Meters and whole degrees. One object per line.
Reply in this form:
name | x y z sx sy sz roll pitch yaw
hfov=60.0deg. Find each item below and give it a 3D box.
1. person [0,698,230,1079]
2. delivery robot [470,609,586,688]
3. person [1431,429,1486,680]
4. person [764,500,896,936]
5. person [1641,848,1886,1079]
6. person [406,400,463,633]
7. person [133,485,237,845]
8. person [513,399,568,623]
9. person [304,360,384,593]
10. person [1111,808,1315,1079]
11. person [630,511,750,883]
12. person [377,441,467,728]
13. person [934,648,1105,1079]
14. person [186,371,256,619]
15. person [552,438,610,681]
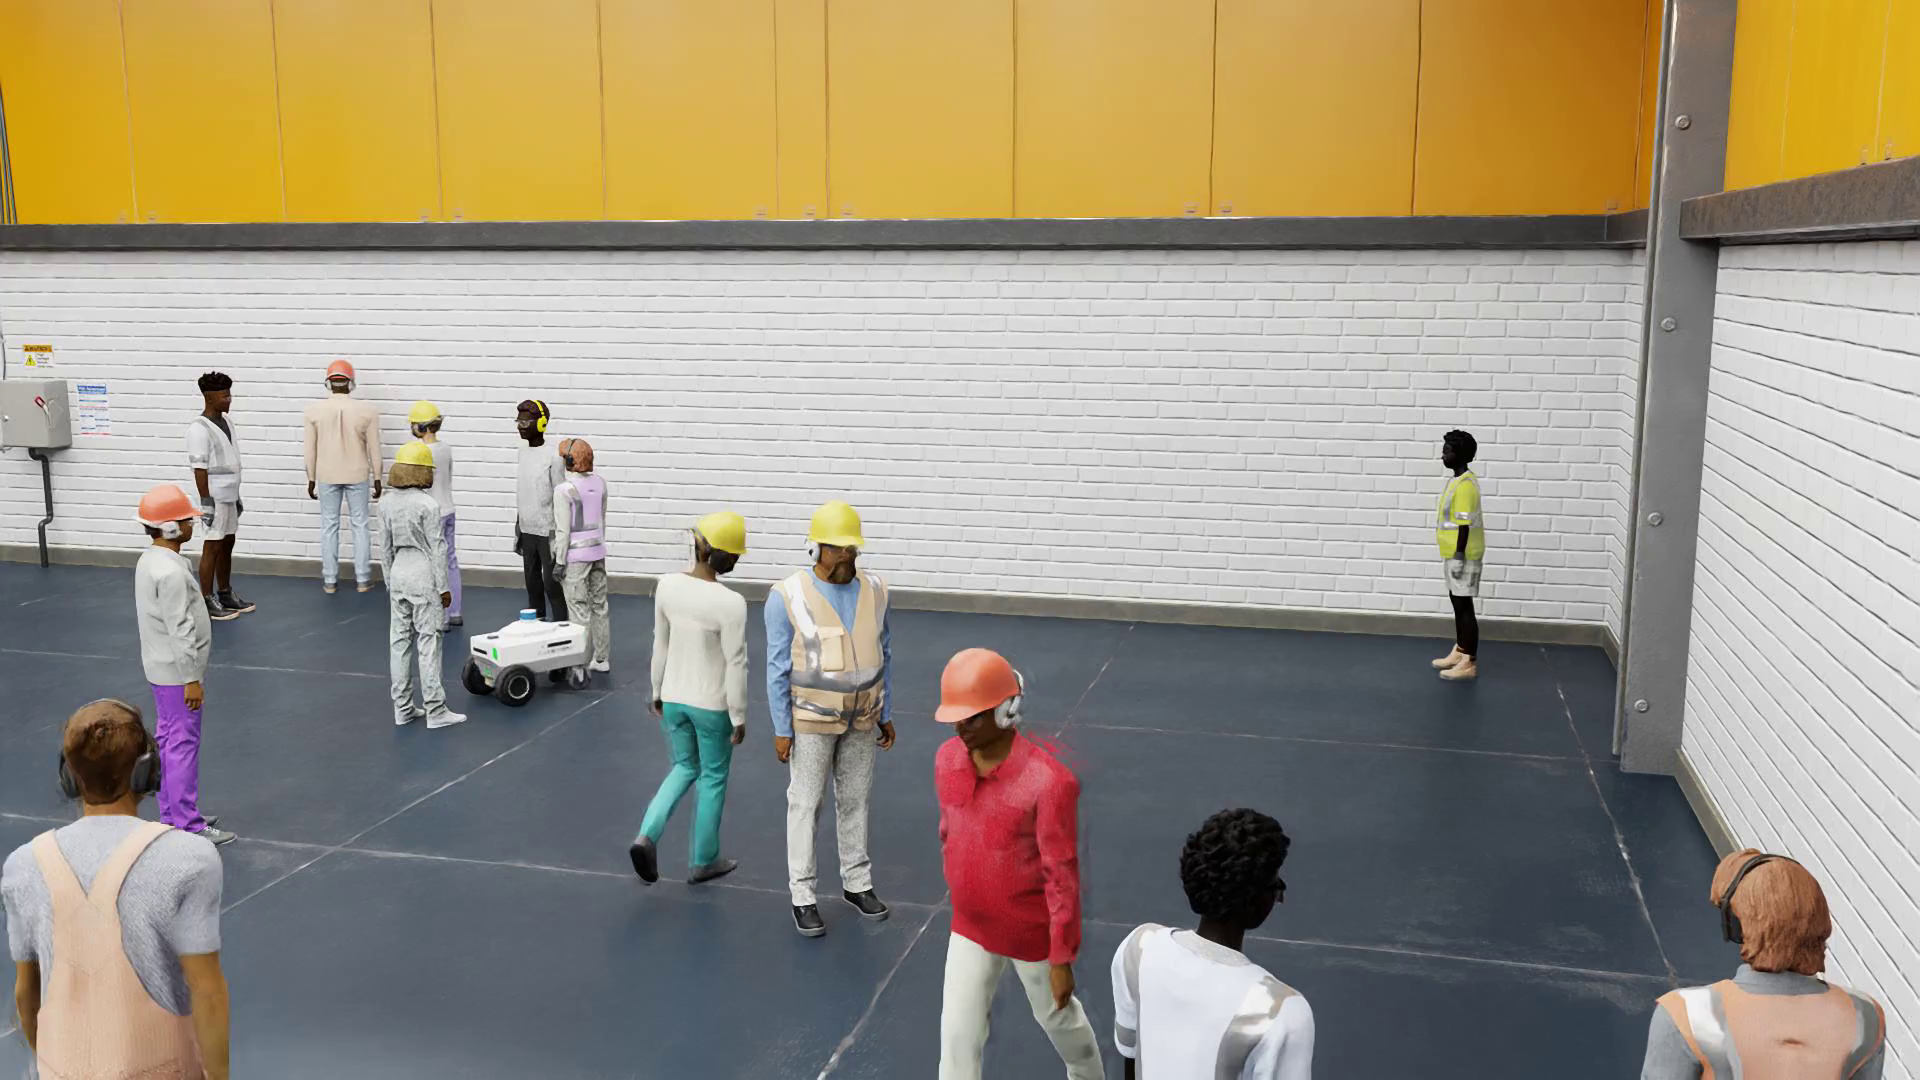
person | -1.943 1.268 3.992 0.555 1.805 0.827 0 10 -2
delivery robot | -2.789 0.693 10.784 0.707 0.478 0.477 -9 13 -44
person | 3.381 0.094 11.260 0.319 1.692 0.535 1 10 8
person | -0.529 0.738 7.036 0.589 1.834 0.404 -6 11 -33
person | 1.641 1.446 3.467 0.524 1.631 0.315 -1 10 -7
person | -4.000 -0.173 12.601 0.322 1.767 0.528 1 10 8
person | -3.770 0.605 8.039 0.321 1.755 0.563 -7 12 -36
person | -2.928 -0.043 11.527 0.507 1.872 0.329 7 12 37
person | -5.217 -0.535 14.113 0.630 1.980 0.412 -3 10 -17
person | 0.540 1.399 3.586 0.320 1.685 0.539 -8 13 -40
person | -1.192 0.728 7.392 0.571 1.724 0.523 6 11 32
person | -3.274 0.271 10.079 0.484 1.735 0.309 4 11 25
person | 0.165 1.148 5.082 0.600 1.703 0.931 8 13 40
person | -5.846 -0.352 13.109 0.373 1.958 0.599 0 10 -2
person | -2.542 0.131 11.179 0.306 1.641 0.514 4 10 23
